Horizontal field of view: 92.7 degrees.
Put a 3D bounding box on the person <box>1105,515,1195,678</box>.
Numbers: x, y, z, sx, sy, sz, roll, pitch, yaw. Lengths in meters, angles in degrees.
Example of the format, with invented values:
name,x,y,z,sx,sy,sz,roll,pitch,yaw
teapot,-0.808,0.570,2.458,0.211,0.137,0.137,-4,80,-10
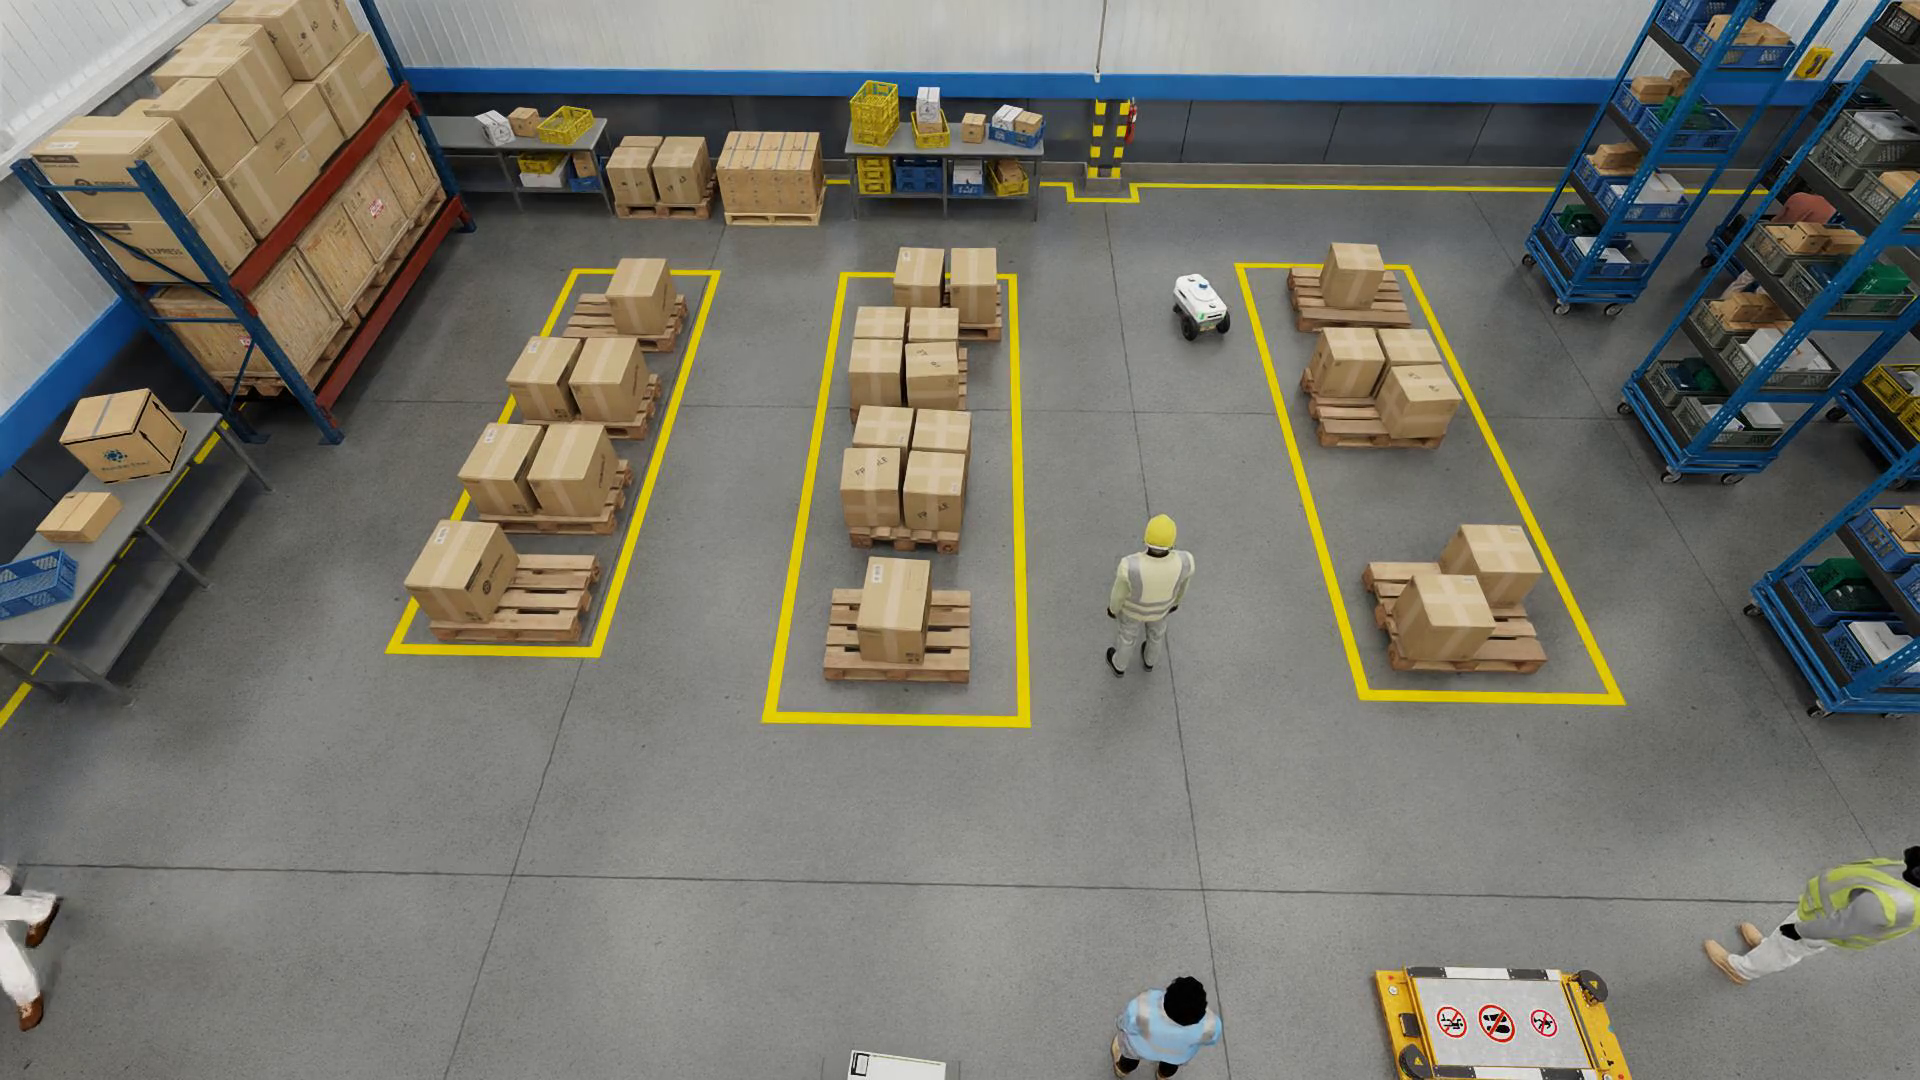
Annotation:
name,x,y,z,sx,sy,sz,roll,pitch,yaw
person,1.428,0.467,7.089,0.591,1.829,0.404,-6,51,-5

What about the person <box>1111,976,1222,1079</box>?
name,x,y,z,sx,sy,sz,roll,pitch,yaw
person,1.152,2.824,5.251,0.533,1.697,0.319,7,51,5

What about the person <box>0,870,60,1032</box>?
name,x,y,z,sx,sy,sz,roll,pitch,yaw
person,-6.247,2.331,5.554,0.713,1.842,0.967,-13,52,-11

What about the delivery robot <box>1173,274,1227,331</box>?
name,x,y,z,sx,sy,sz,roll,pitch,yaw
delivery robot,2.735,-2.741,10.463,0.477,0.478,0.707,-14,52,-11

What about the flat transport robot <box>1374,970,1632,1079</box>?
name,x,y,z,sx,sy,sz,roll,pitch,yaw
flat transport robot,3.501,3.133,5.914,1.431,0.197,0.652,1,51,1

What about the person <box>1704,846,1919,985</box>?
name,x,y,z,sx,sy,sz,roll,pitch,yaw
person,5.344,2.287,5.597,0.625,1.843,0.430,-13,52,-11

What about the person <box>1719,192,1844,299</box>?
name,x,y,z,sx,sy,sz,roll,pitch,yaw
person,8.857,-3.055,9.867,0.411,1.980,0.629,-20,53,-15
